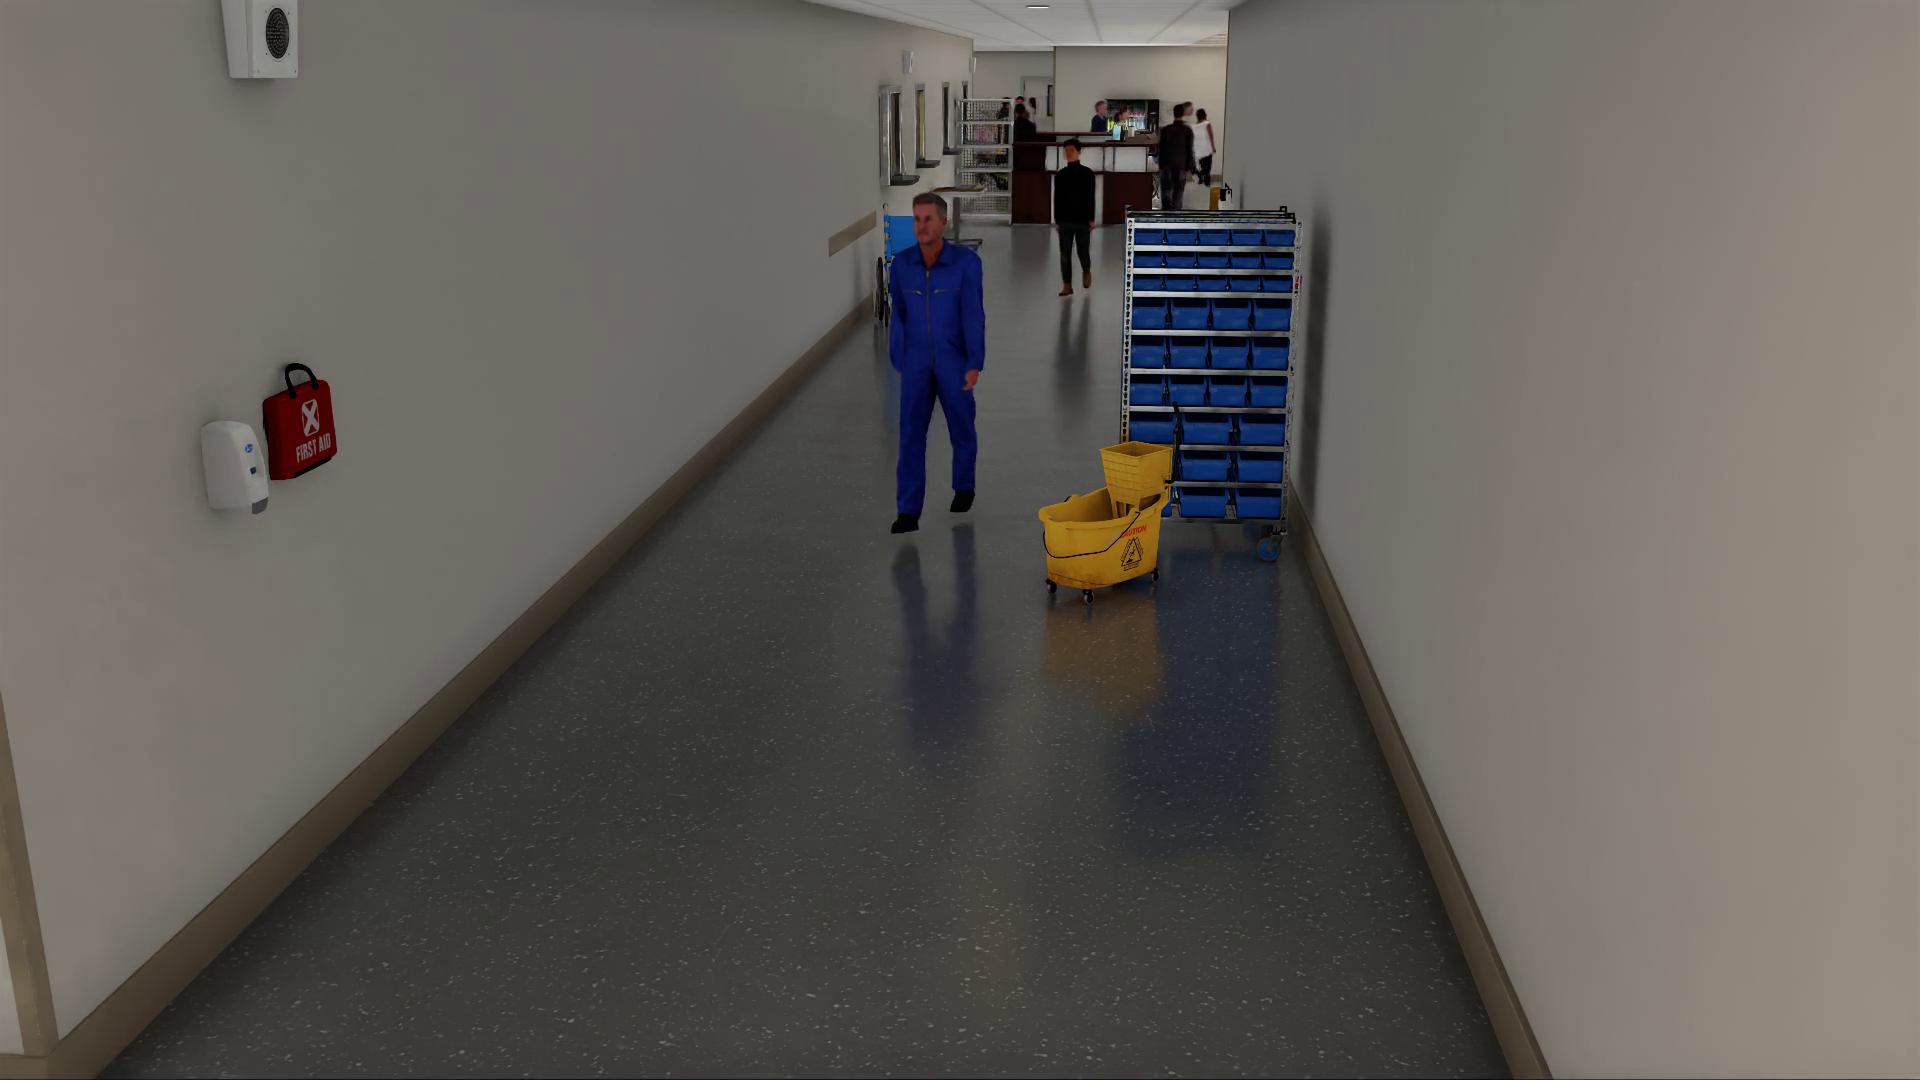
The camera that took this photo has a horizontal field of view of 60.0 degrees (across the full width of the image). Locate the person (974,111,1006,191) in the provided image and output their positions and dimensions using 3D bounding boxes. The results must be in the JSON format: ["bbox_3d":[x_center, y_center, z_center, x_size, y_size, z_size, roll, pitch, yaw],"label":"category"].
[{"bbox_3d":[0.535,-7.841,33.729,1.091,1.664,0.864,-5,16,-16],"label":"person"}]

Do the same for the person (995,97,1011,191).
[{"bbox_3d":[0.946,-8.479,35.514,0.912,1.924,0.888,-10,18,-31],"label":"person"}]

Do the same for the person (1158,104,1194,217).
[{"bbox_3d":[3.444,-6.011,26.746,0.810,1.932,0.776,2,16,7],"label":"person"}]

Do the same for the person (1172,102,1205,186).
[{"bbox_3d":[4.747,-8.498,35.832,1.180,1.788,0.960,-5,16,-17],"label":"person"}]

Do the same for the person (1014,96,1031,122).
[{"bbox_3d":[1.376,-9.435,38.994,0.620,1.875,0.706,2,16,7],"label":"person"}]

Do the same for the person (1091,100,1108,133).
[{"bbox_3d":[2.825,-8.012,34.049,1.082,1.818,0.923,8,18,27],"label":"person"}]

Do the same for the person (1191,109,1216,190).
[{"bbox_3d":[5.128,-8.263,35.242,1.038,1.655,0.958,-8,17,-25],"label":"person"}]

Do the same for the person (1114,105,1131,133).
[{"bbox_3d":[3.153,-7.790,33.433,1.291,1.727,0.707,-1,16,-4],"label":"person"}]

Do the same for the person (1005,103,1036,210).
[{"bbox_3d":[1.090,-6.681,29.224,1.021,1.875,0.882,-2,16,-6],"label":"person"}]

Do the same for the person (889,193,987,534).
[{"bbox_3d":[-0.083,-0.952,9.076,1.145,1.783,0.876,4,16,12],"label":"person"}]

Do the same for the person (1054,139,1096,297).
[{"bbox_3d":[1.309,-3.607,18.623,0.905,1.711,0.851,6,17,20],"label":"person"}]
